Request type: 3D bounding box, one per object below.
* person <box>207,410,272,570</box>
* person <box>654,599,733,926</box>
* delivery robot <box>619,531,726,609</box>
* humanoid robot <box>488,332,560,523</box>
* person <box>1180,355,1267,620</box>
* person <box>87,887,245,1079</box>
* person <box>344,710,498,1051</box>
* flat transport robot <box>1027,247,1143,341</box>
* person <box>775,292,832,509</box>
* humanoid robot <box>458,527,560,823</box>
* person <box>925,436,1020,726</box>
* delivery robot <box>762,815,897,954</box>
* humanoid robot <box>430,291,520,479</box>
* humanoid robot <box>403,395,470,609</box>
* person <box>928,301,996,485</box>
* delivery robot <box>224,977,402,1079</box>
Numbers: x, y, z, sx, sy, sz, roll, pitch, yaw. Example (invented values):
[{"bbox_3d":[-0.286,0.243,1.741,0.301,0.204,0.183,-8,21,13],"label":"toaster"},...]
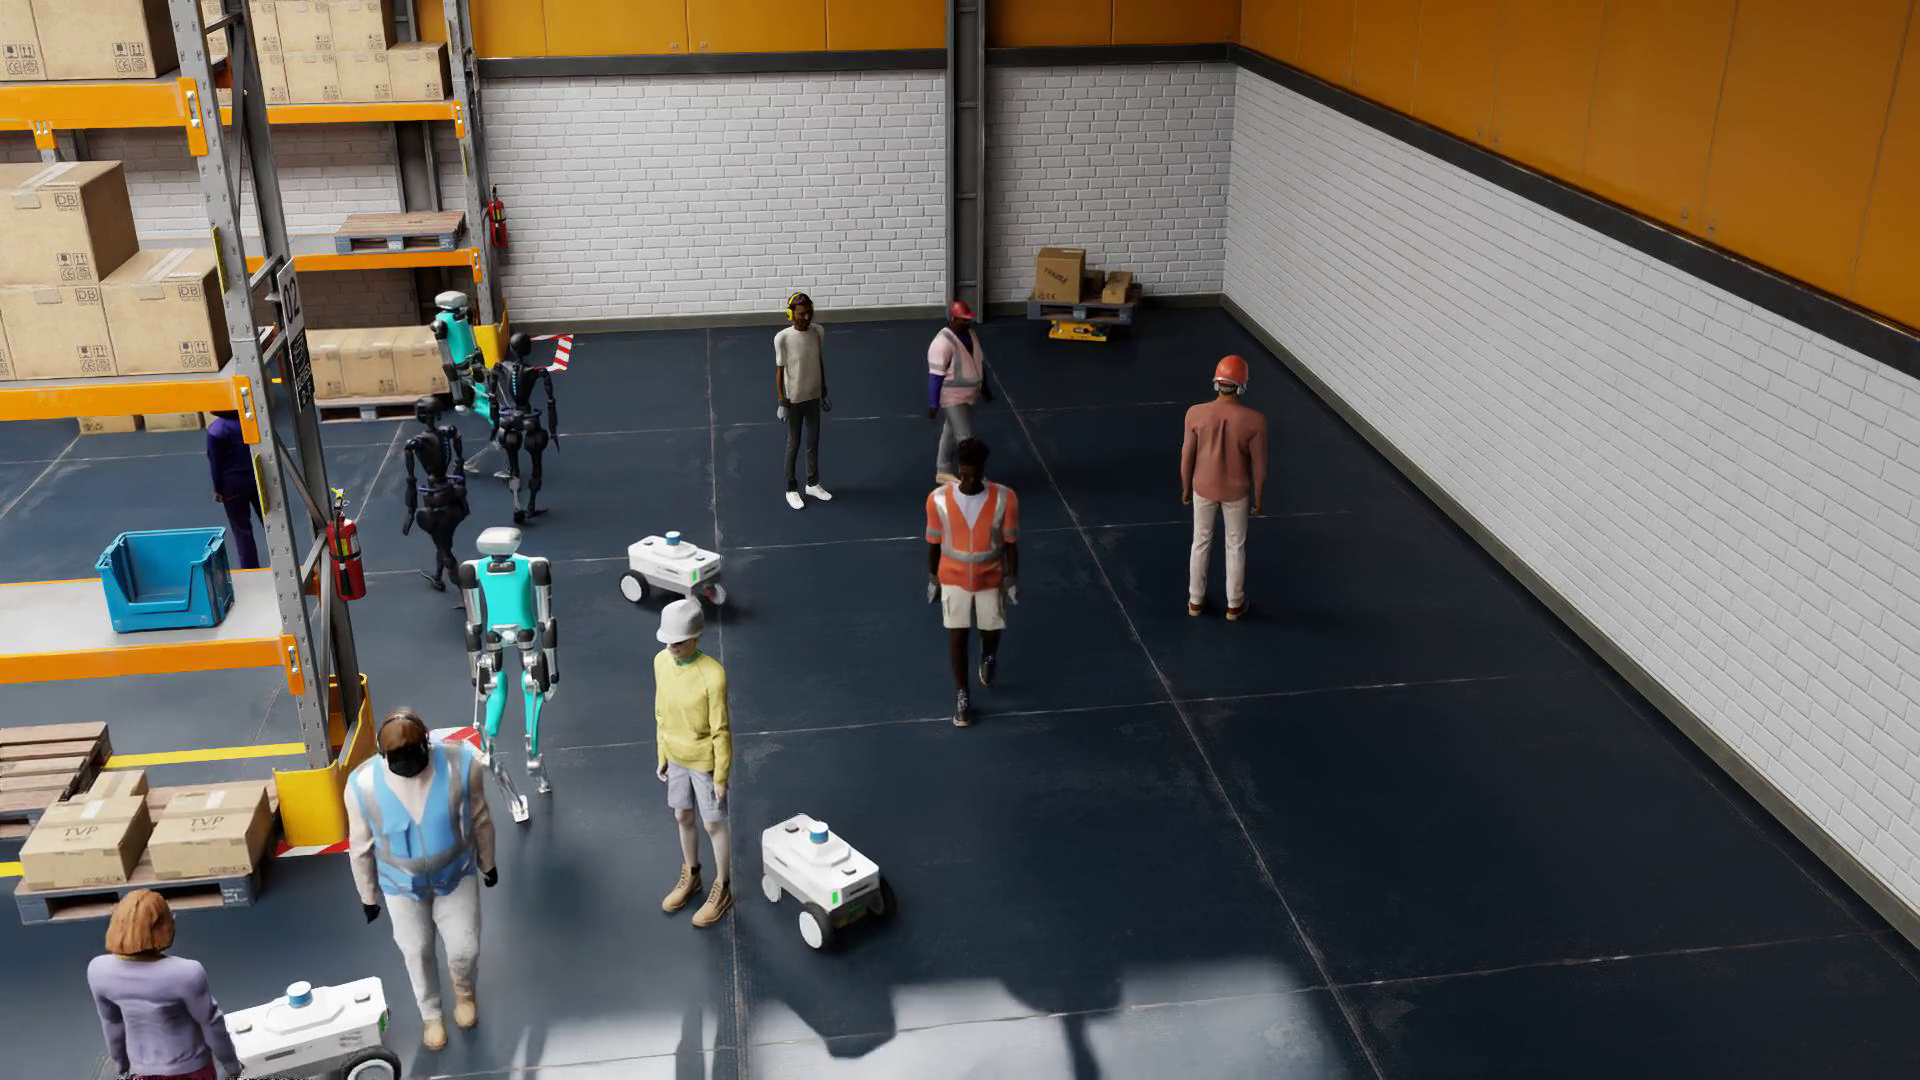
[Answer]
[{"bbox_3d":[-5.501,-0.436,12.722,0.384,1.614,0.459,14,27,29],"label":"person"},{"bbox_3d":[-1.394,1.155,8.769,0.481,1.888,0.403,14,27,29],"label":"person"},{"bbox_3d":[-2.150,0.218,12.522,0.769,0.577,0.499,15,28,30],"label":"delivery robot"},{"bbox_3d":[-3.643,-0.920,13.785,0.617,1.647,0.506,2,24,5],"label":"humanoid robot"},{"bbox_3d":[1.916,-0.379,12.116,0.621,1.991,0.394,7,25,16],"label":"person"},{"bbox_3d":[-3.227,2.138,6.838,0.511,1.623,0.400,3,24,6],"label":"person"},{"bbox_3d":[-2.510,1.590,7.842,0.652,1.824,0.448,-8,25,-17],"label":"person"},{"bbox_3d":[1.468,-2.594,19.306,0.659,0.231,1.431,5,24,11],"label":"flat transport robot"},{"bbox_3d":[-1.319,-1.196,14.132,0.534,1.869,0.314,-19,30,-37],"label":"person"},{"bbox_3d":[-2.612,0.884,9.613,0.547,1.783,0.856,-1,24,-2],"label":"humanoid robot"},{"bbox_3d":[0.085,0.221,10.809,0.626,1.943,0.623,1,24,3],"label":"person"},{"bbox_3d":[-0.738,1.803,8.934,0.499,0.595,0.783,-19,30,-37],"label":"delivery robot"},{"bbox_3d":[-4.126,-1.291,14.498,0.912,1.740,0.531,6,24,14],"label":"humanoid robot"},{"bbox_3d":[-3.912,-0.291,12.337,0.717,1.634,0.588,12,27,26],"label":"humanoid robot"},{"bbox_3d":[0.091,-1.202,14.327,0.858,1.714,0.642,15,28,30],"label":"person"},{"bbox_3d":[-3.031,2.319,7.735,0.751,0.576,0.499,-10,26,-22],"label":"delivery robot"}]
